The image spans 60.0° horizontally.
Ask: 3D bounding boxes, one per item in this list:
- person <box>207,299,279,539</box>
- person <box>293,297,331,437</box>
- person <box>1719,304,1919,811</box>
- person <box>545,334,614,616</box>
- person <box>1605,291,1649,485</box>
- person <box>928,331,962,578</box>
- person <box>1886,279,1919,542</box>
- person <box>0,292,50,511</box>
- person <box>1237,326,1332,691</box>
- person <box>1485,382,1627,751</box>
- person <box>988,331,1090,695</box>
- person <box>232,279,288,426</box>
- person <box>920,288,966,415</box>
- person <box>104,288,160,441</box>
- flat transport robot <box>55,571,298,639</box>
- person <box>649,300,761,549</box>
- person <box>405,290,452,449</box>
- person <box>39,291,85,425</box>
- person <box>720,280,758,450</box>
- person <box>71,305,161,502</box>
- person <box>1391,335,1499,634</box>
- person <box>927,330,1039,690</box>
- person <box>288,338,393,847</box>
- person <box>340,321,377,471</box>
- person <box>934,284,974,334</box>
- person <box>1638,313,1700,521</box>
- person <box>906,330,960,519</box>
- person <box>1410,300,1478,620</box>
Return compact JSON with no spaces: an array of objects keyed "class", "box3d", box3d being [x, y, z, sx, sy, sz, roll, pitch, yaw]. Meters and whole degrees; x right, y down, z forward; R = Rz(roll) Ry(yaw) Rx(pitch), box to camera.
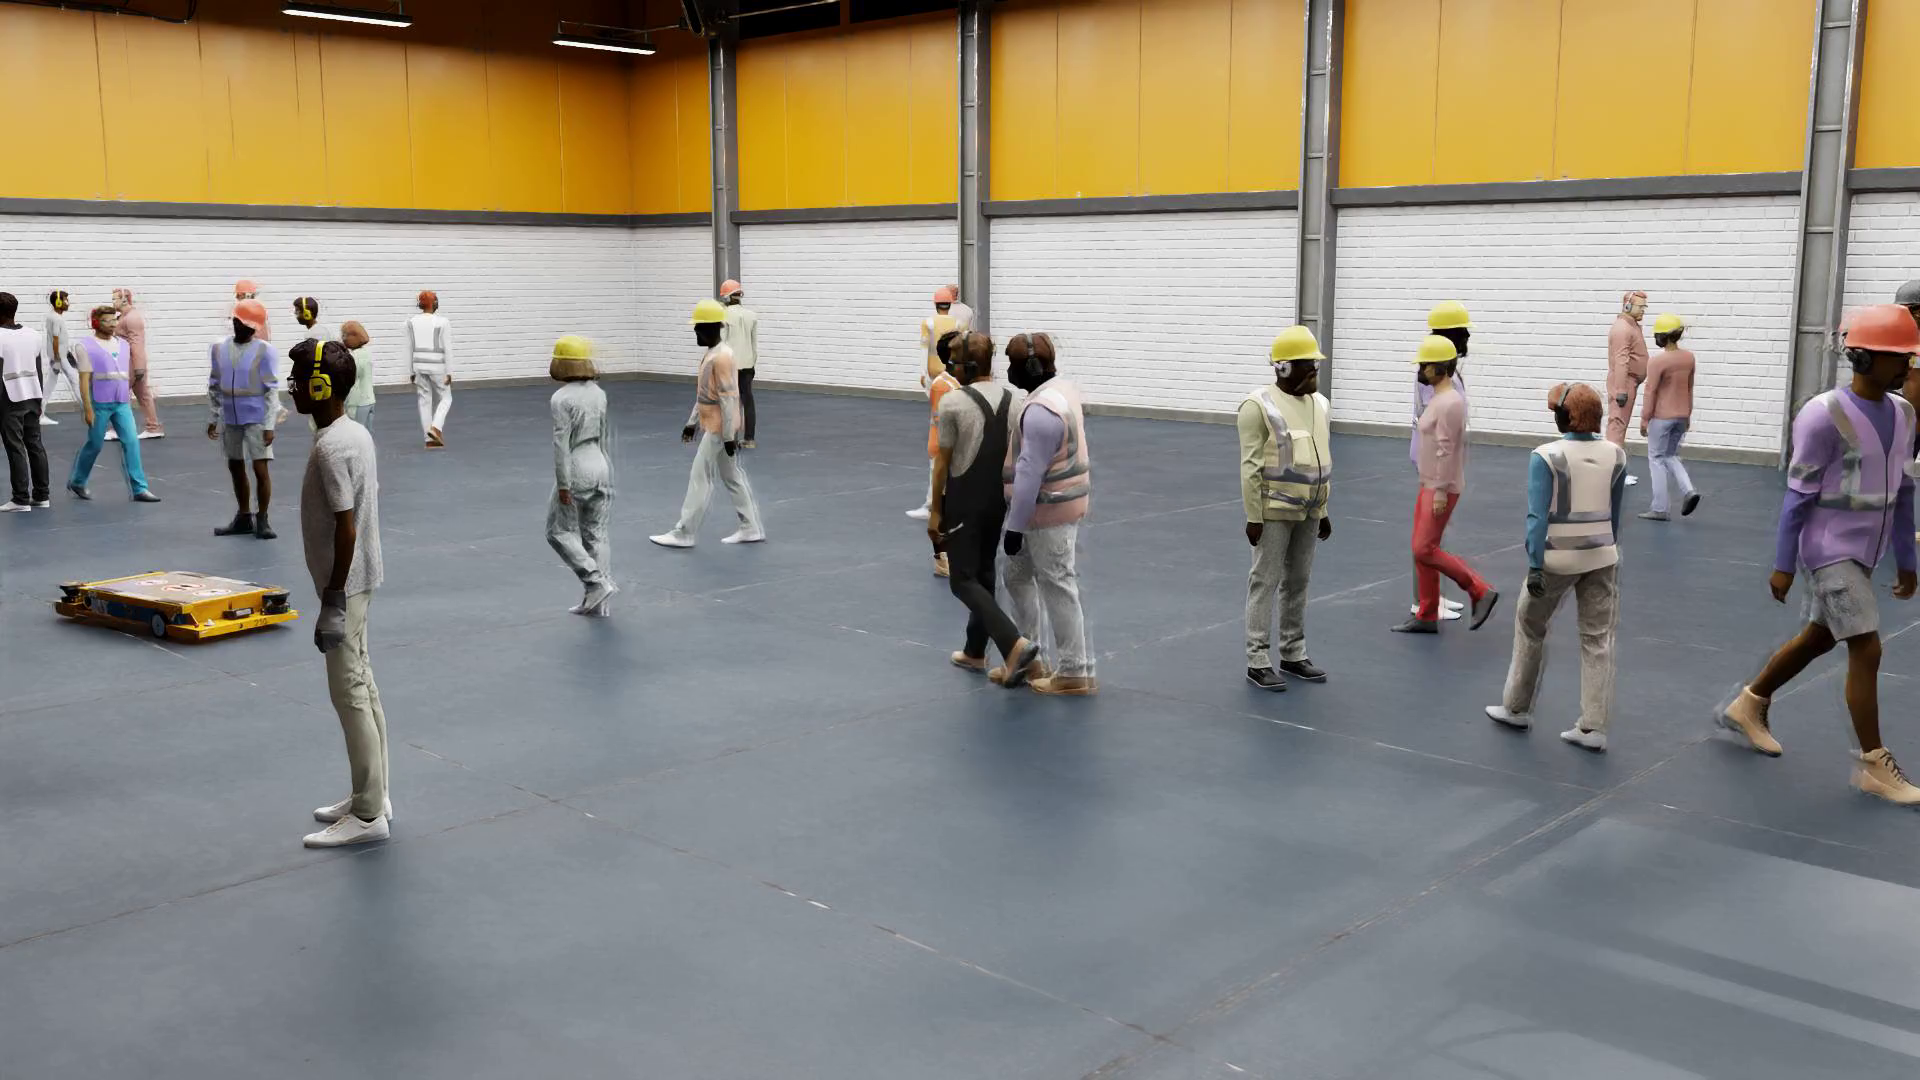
[{"class":"person","box3d":[-5.645,-0.941,13.047,0.696,1.892,0.374,2,9,11]},{"class":"person","box3d":[-6.371,-1.499,16.601,0.448,1.843,0.545,0,9,-2]},{"class":"person","box3d":[3.611,0.020,6.869,0.616,1.992,1.060,-5,10,-28]},{"class":"person","box3d":[-2.292,-0.374,10.065,0.395,1.732,0.483,5,10,28]},{"class":"person","box3d":[6.609,-1.505,16.471,0.399,1.903,0.642,5,10,26]},{"class":"person","box3d":[-0.053,-0.589,11.476,0.318,1.697,0.535,2,10,13]},{"class":"person","box3d":[7.423,-1.017,13.045,0.536,2.000,0.682,2,9,11]},{"class":"person","box3d":[-8.265,-1.204,14.567,0.392,1.920,0.587,2,9,12]},{"class":"person","box3d":[1.671,-0.162,8.443,0.588,1.833,0.404,-7,11,-36]},{"class":"person","box3d":[2.691,0.099,7.479,0.545,1.610,0.720,-3,10,-16]},{"class":"person","box3d":[0.345,-0.121,8.235,0.685,1.813,0.649,1,9,9]},{"class":"person","box3d":[-9.219,-2.413,21.789,0.515,1.982,0.614,-5,10,-26]},{"class":"person","box3d":[-0.197,-2.017,19.642,0.567,1.882,1.009,-1,9,-6]},{"class":"person","box3d":[-10.375,-2.160,20.550,0.853,1.871,0.666,-5,10,-26]},{"class":"flat transport robot","box3d":[-4.703,0.370,9.958,1.431,0.197,0.652,6,11,31]},{"class":"person","box3d":[-1.934,-0.877,12.675,0.860,1.883,0.596,-2,9,-10]},{"class":"person","box3d":[-6.223,-1.990,19.530,0.576,1.872,0.445,1,9,7]},{"class":"person","box3d":[-12.239,-2.484,22.728,0.972,1.815,0.530,-7,11,-35]},{"class":"person","box3d":[-2.645,-2.055,19.558,0.382,1.994,0.608,8,13,42]},{"class":"person","box3d":[-7.797,-1.239,15.152,0.956,1.805,0.583,4,10,22]},{"class":"person","box3d":[2.788,-0.298,9.529,0.477,1.747,0.531,1,9,6]},{"class":"person","box3d":[0.120,-0.151,8.420,0.526,1.816,0.813,-7,12,-36]},{"class":"person","box3d":[-2.303,0.194,6.147,0.317,1.870,0.531,-2,9,-13]},{"class":"person","box3d":[-5.701,-1.255,15.779,0.279,1.629,0.534,0,9,-3]},{"class":"person","box3d":[-0.119,-2.642,23.429,0.651,1.904,0.403,-6,11,-32]},{"class":"person","box3d":[5.953,-1.022,13.957,0.543,1.749,0.436,-5,10,-26]},{"class":"person","box3d":[-0.129,-0.952,13.991,0.748,1.606,0.514,2,9,13]},{"class":"person","box3d":[2.935,-0.489,10.148,0.360,1.930,0.587,3,10,20]}]
